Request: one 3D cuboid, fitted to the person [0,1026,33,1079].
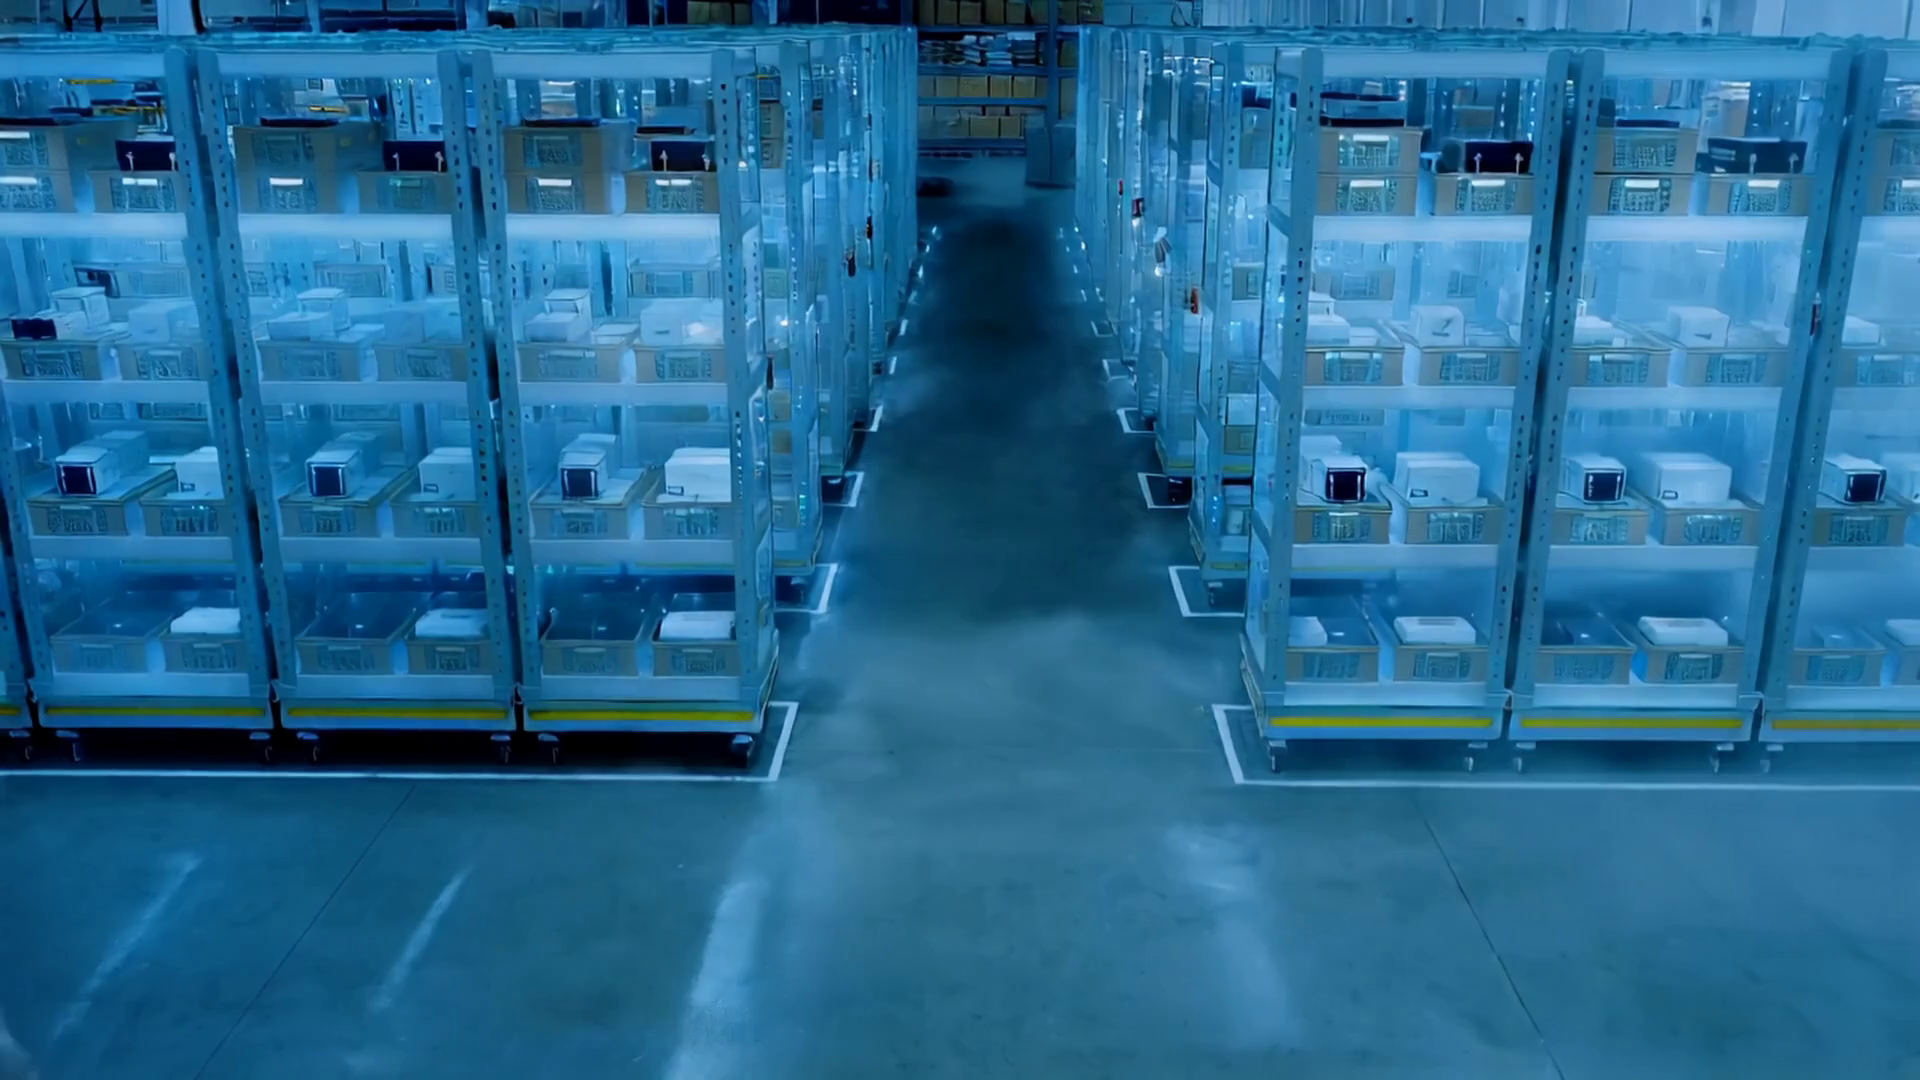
[{"bbox_3d":[-2.728,1.478,4.438,0.625,1.960,0.799,10,20,30],"label":"person"}]
